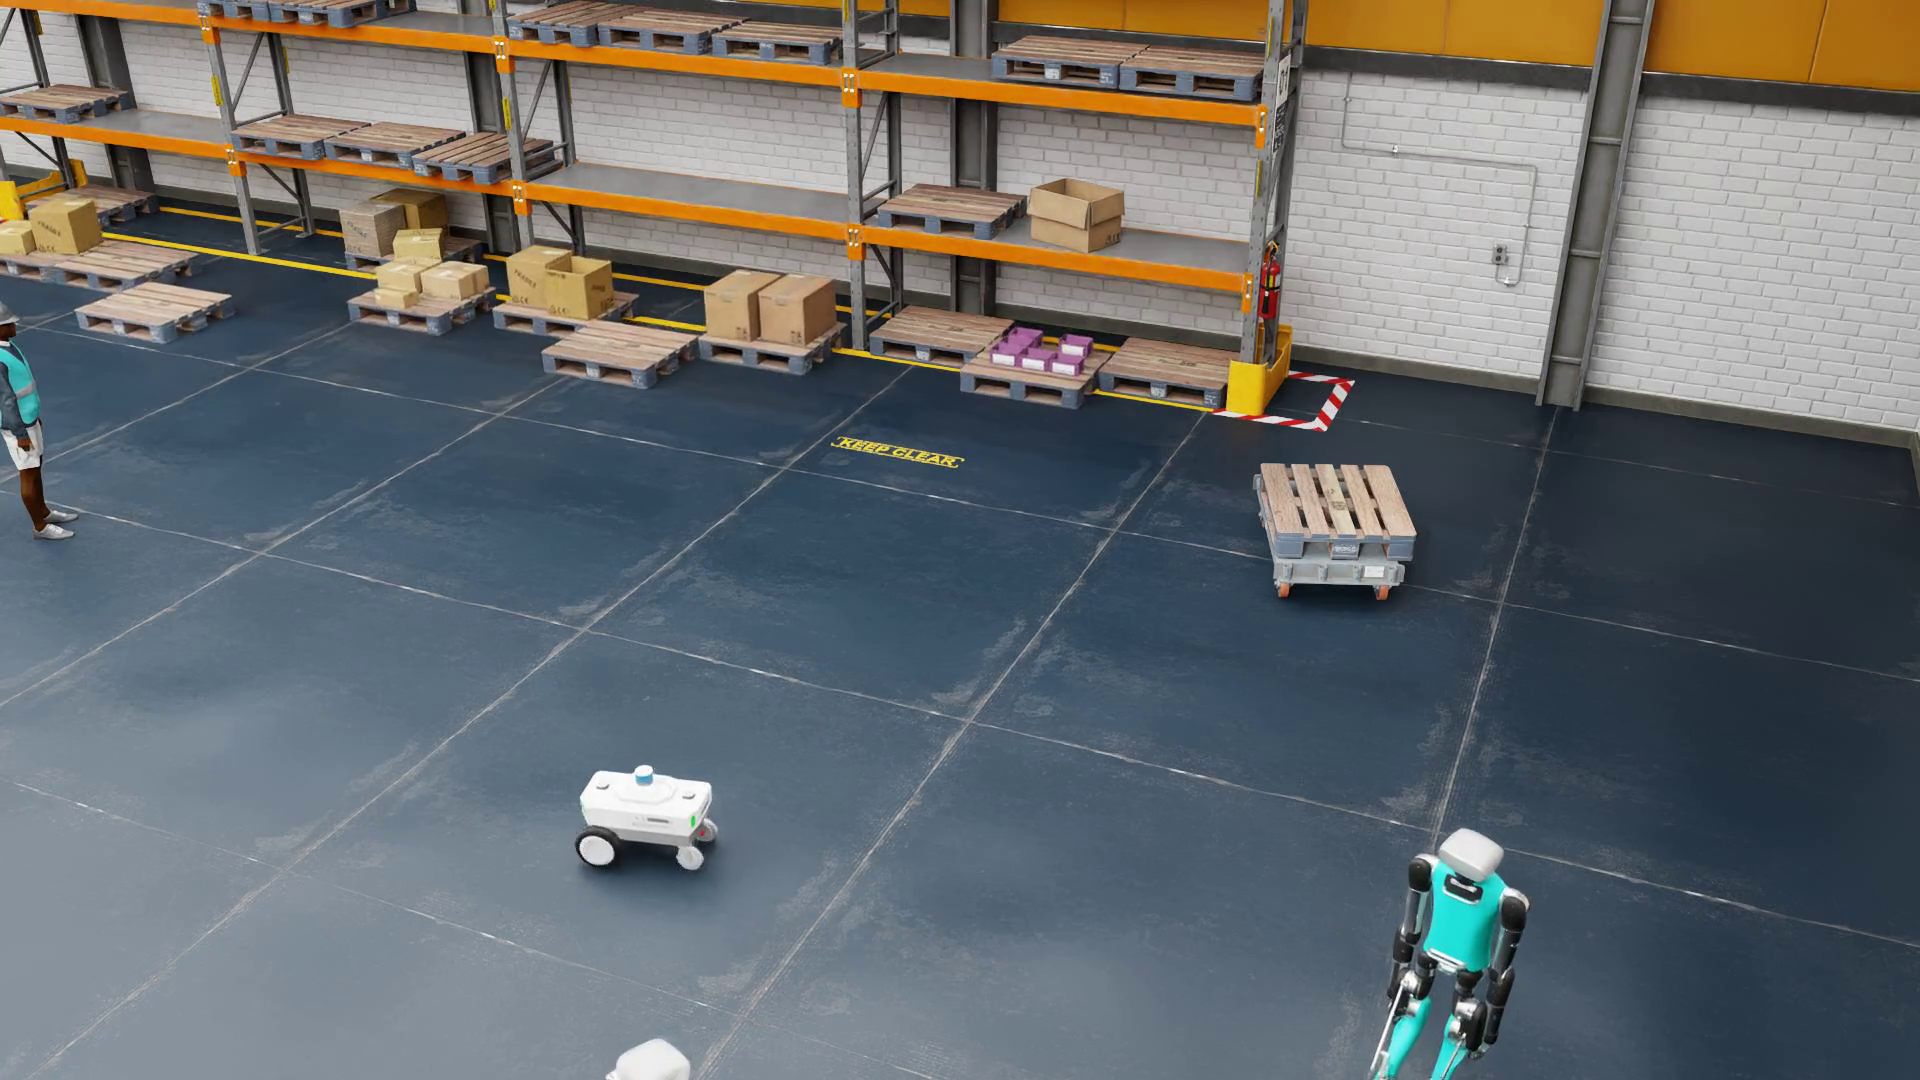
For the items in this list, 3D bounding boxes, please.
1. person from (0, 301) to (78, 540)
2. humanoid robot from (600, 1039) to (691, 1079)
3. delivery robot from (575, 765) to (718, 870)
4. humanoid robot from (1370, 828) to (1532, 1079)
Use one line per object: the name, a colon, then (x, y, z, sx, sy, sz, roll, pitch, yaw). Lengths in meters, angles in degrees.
person: (-7.305, -0.925, 12.904, 0.418, 1.940, 0.550, -9, 29, -17)
humanoid robot: (-0.936, 2.547, 6.416, 0.554, 1.785, 0.841, 20, 34, 34)
delivery robot: (-1.812, 1.575, 9.577, 0.807, 0.606, 0.499, 5, 28, 9)
humanoid robot: (1.945, 2.177, 7.140, 0.537, 1.768, 0.985, 20, 33, 34)
